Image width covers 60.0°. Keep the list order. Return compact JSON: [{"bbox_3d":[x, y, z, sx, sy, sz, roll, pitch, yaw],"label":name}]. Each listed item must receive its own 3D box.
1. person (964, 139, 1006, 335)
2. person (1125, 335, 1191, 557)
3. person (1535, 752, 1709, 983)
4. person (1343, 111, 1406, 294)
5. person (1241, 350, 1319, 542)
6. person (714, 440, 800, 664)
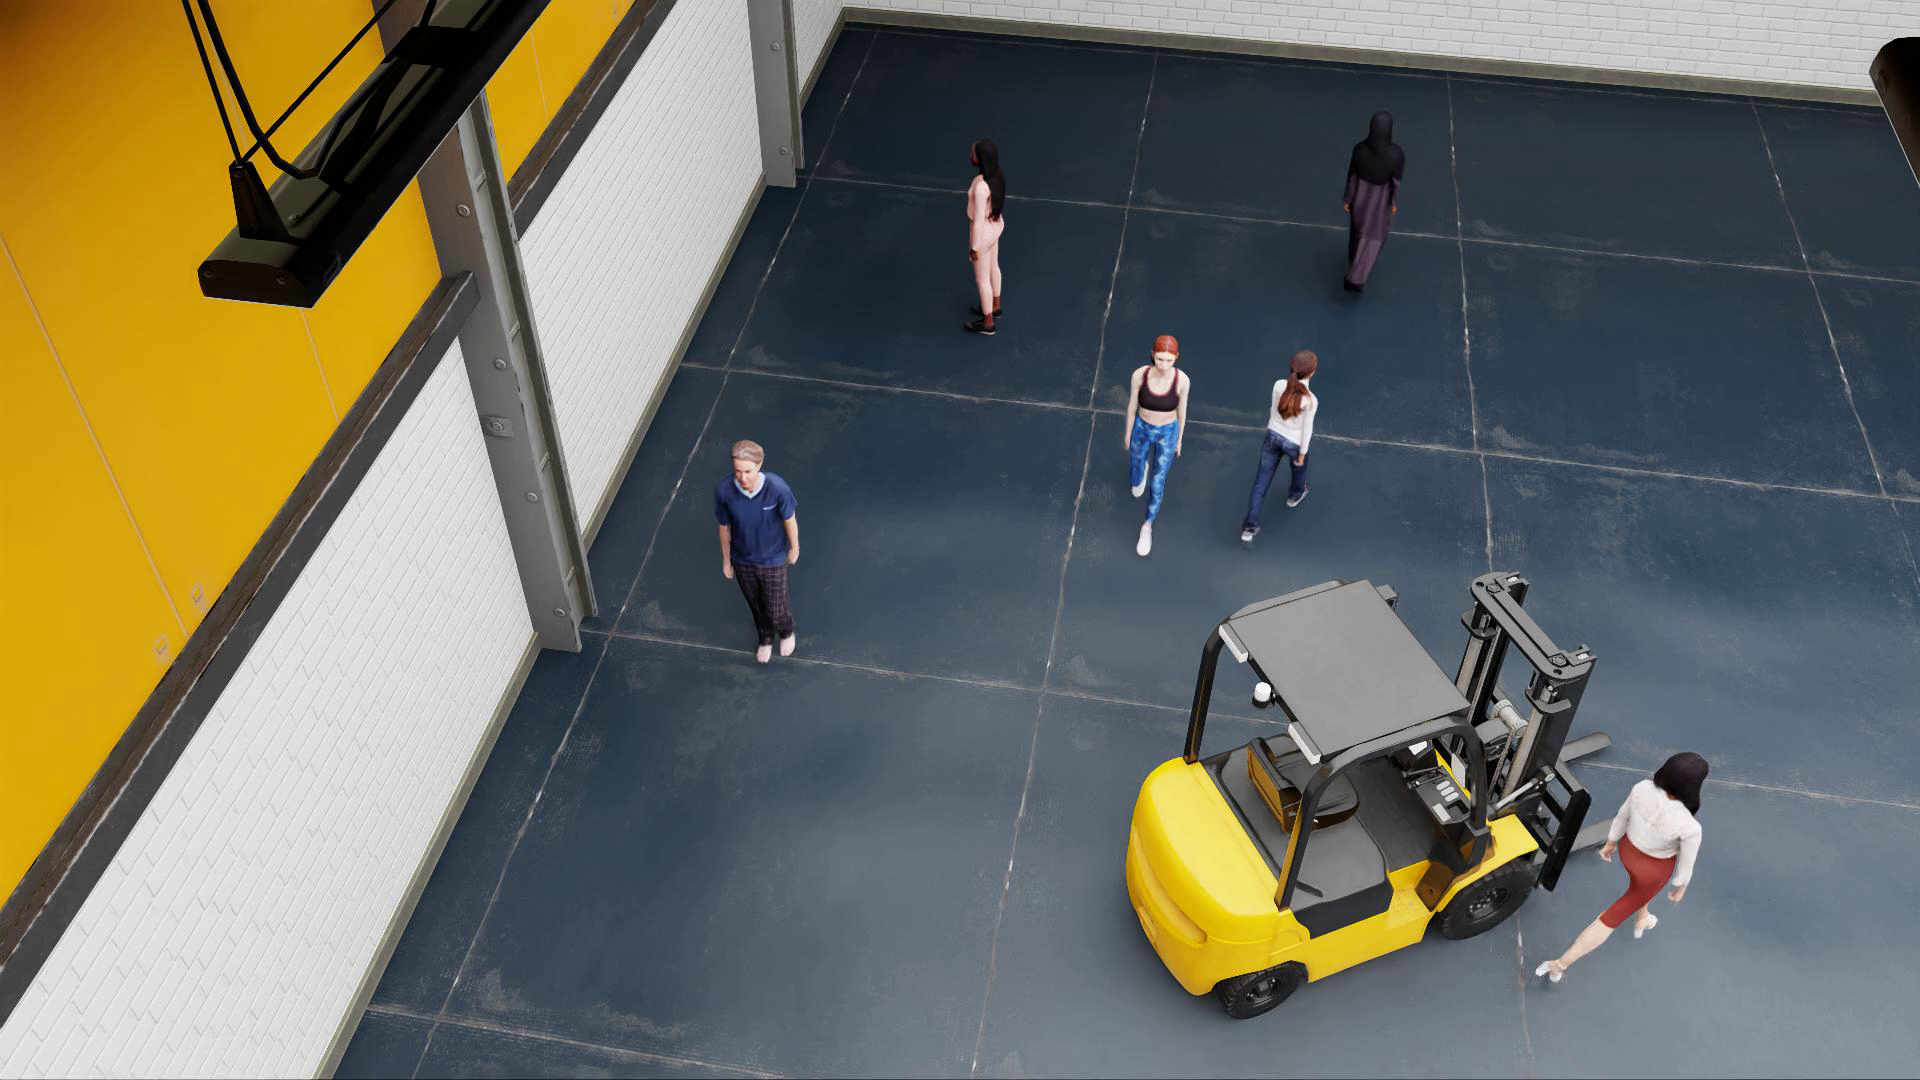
[{"bbox_3d":[0.214,-2.470,13.475,0.695,1.718,0.487,12,45,12],"label":"person"},{"bbox_3d":[1.362,-0.743,11.623,0.553,1.774,0.909,7,44,7],"label":"person"},{"bbox_3d":[3.607,1.823,8.982,1.143,1.700,1.151,-20,47,-20],"label":"person"},{"bbox_3d":[3.428,-2.819,13.934,0.821,1.592,1.118,21,47,20],"label":"person"},{"bbox_3d":[2.242,-0.646,11.705,0.819,1.520,1.127,25,49,24],"label":"person"},{"bbox_3d":[-1.285,0.039,10.741,0.679,1.857,0.656,4,44,5],"label":"person"}]
